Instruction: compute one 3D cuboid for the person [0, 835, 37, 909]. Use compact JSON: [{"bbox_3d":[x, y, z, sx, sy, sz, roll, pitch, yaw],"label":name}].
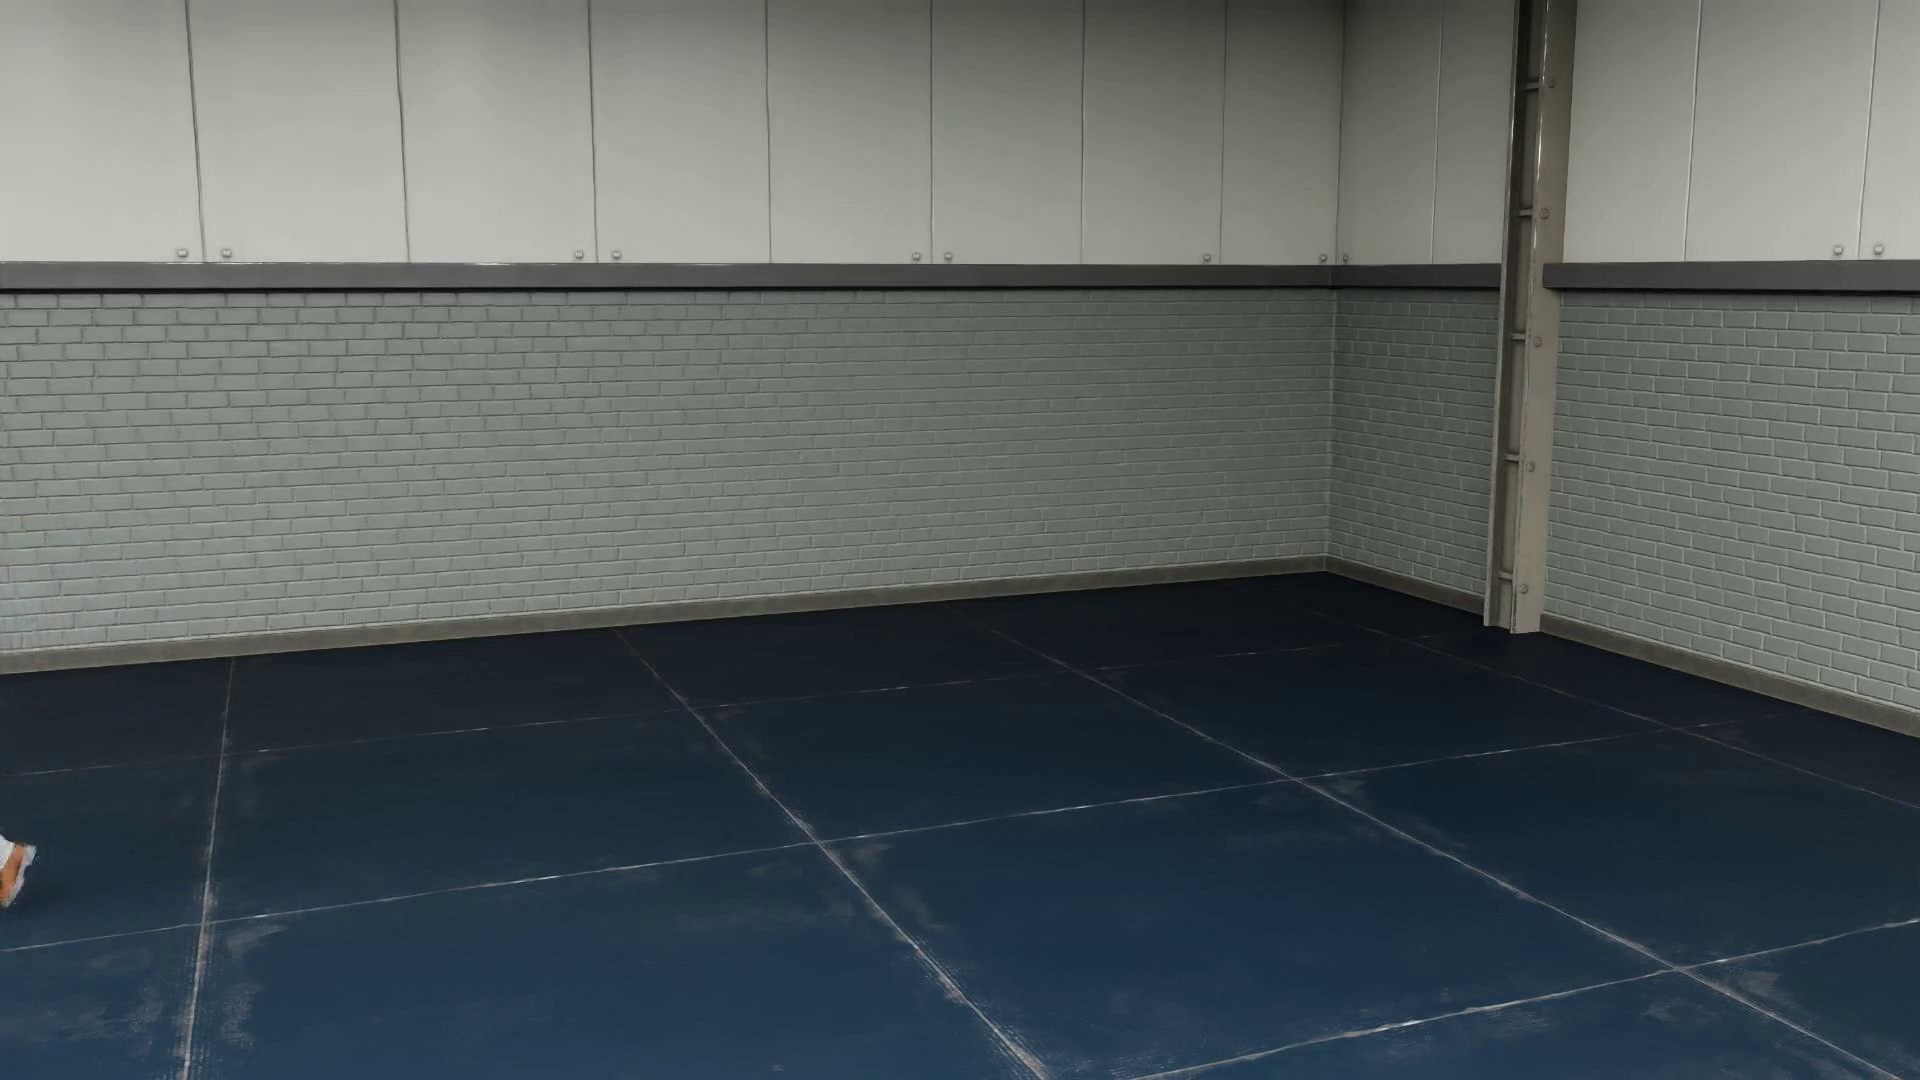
[{"bbox_3d":[-4.722,0.891,7.562,0.635,1.914,0.834,9,13,44],"label":"person"}]
